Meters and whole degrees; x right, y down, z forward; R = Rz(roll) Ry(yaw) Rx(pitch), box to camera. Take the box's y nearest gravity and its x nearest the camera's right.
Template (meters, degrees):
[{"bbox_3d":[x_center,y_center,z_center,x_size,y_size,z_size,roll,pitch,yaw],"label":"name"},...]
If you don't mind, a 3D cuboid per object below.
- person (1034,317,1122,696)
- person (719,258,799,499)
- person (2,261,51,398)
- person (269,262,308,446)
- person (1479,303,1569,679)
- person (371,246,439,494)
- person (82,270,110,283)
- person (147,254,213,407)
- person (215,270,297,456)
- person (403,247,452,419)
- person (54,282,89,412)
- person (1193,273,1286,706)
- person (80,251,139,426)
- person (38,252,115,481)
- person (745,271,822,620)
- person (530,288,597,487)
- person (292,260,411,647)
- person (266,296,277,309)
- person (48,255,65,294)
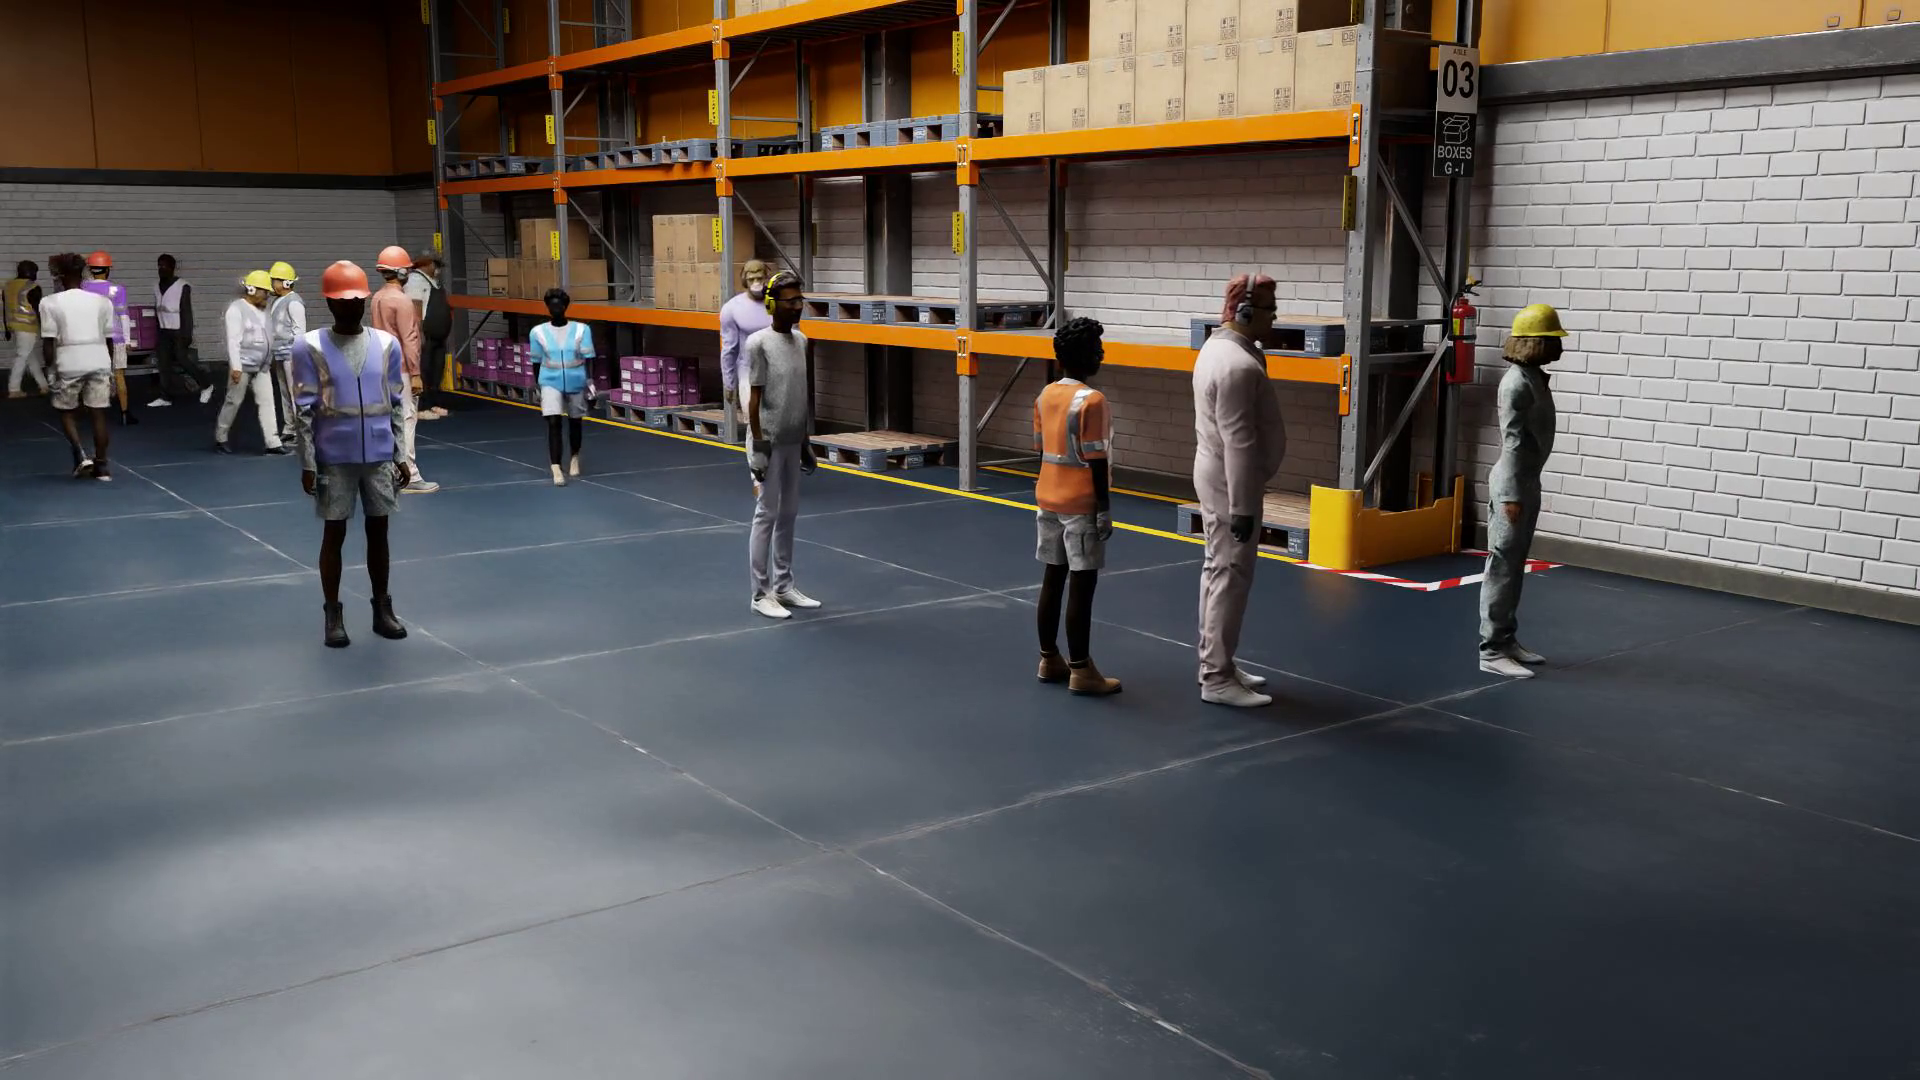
[{"bbox_3d":[0.523,-0.151,7.501,0.317,1.696,0.537,-5,11,-28],"label":"person"},{"bbox_3d":[-1.563,-1.258,13.110,0.649,1.911,0.495,-2,10,-14],"label":"person"},{"bbox_3d":[-12.275,-2.775,21.955,0.653,1.795,0.833,6,12,30],"label":"person"},{"bbox_3d":[-6.756,-1.860,16.682,0.403,1.837,0.591,-9,14,-41],"label":"person"},{"bbox_3d":[2.664,-0.236,7.844,0.310,1.744,0.486,6,12,31],"label":"person"},{"bbox_3d":[-4.545,-1.374,13.503,0.370,1.996,0.622,-10,14,-43],"label":"person"},{"bbox_3d":[-11.875,-2.968,22.822,0.599,1.869,0.758,6,12,29],"label":"person"},{"bbox_3d":[-9.840,-2.631,20.837,0.609,1.897,0.810,4,11,23],"label":"person"},{"bbox_3d":[-6.813,-1.675,15.857,0.900,1.774,0.655,3,11,17],"label":"person"},{"bbox_3d":[-6.141,-2.414,19.209,0.535,2.000,0.715,0,10,2],"label":"person"},{"bbox_3d":[-10.654,-2.343,20.055,0.843,1.587,0.515,5,11,26],"label":"person"},{"bbox_3d":[1.224,-0.213,7.310,0.401,1.894,0.653,0,10,1],"label":"person"},{"bbox_3d":[-9.484,-2.231,18.472,0.545,1.939,0.373,-1,10,-7],"label":"person"},{"bbox_3d":[-7.476,-1.461,14.139,0.612,1.952,0.414,-10,14,-43],"label":"person"},{"bbox_3d":[-0.961,-0.515,9.068,0.332,1.867,0.514,6,12,29],"label":"person"},{"bbox_3d":[-3.371,-1.316,14.145,0.532,1.655,0.851,-3,11,-16],"label":"person"},{"bbox_3d":[-3.049,-0.432,8.400,0.551,1.934,0.373,-8,13,-36],"label":"person"},{"bbox_3d":[-9.173,-2.788,22.626,0.520,1.574,0.915,-3,11,-18],"label":"person"},{"bbox_3d":[-12.421,-3.078,23.470,0.757,1.862,0.749,-5,11,-25],"label":"person"}]
